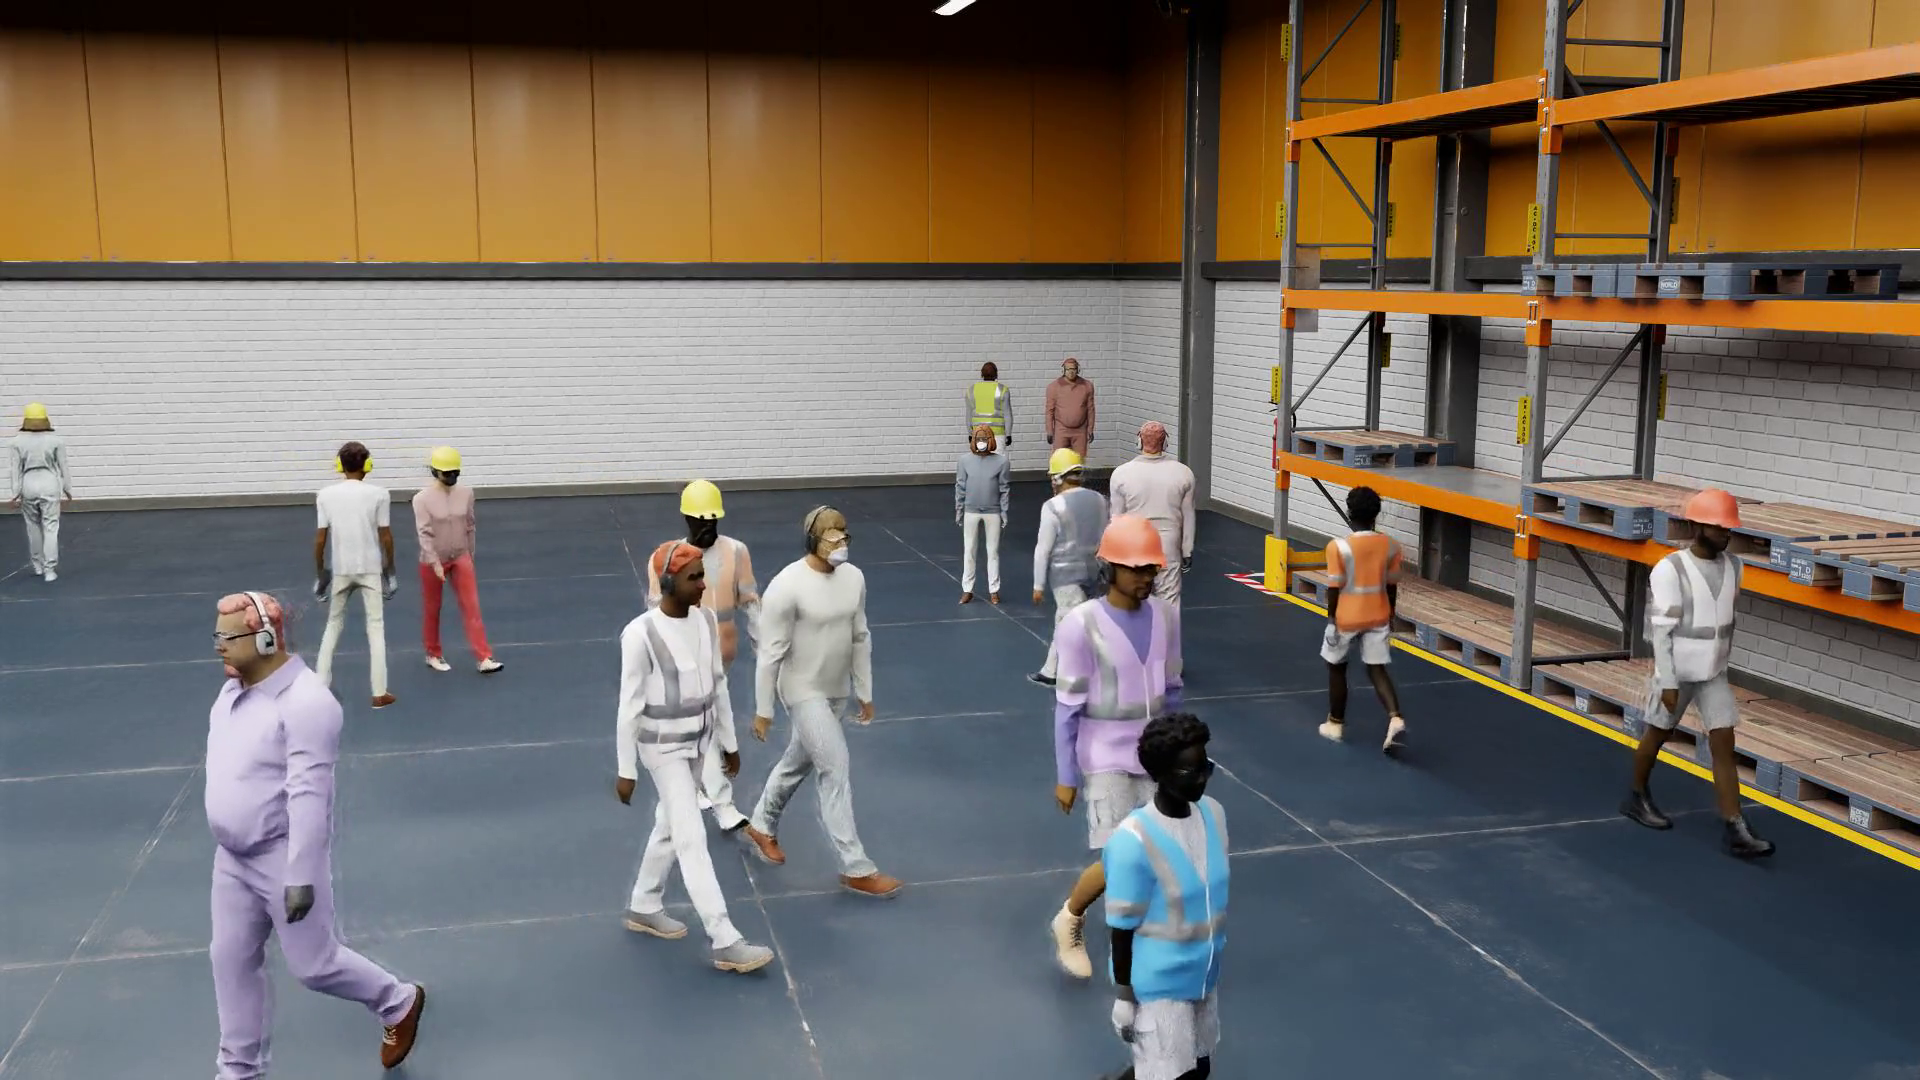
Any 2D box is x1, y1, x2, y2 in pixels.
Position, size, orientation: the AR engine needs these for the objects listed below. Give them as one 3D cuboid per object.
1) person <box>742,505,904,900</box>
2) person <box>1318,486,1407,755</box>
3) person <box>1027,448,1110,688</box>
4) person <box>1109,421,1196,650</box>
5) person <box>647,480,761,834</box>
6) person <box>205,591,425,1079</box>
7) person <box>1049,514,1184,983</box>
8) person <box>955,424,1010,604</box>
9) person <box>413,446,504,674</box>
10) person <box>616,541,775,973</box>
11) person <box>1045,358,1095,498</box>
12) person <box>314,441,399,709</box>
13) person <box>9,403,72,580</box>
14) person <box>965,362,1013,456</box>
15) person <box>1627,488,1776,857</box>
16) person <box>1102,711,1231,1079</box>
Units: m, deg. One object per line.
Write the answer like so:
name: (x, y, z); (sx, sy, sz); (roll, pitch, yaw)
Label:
person: (-0.730, 0.753, 8.140); (1.057, 1.893, 0.638); (6, 11, 33)
person: (2.530, 0.498, 10.366); (0.536, 1.669, 0.763); (-3, 9, -16)
person: (0.800, 0.249, 11.618); (0.597, 1.777, 0.960); (-8, 12, -42)
person: (1.411, 0.074, 12.276); (0.643, 1.909, 0.409); (0, 9, -1)
person: (-1.333, 0.616, 8.969); (0.613, 1.874, 0.973); (-7, 12, -38)
person: (-2.402, 1.099, 5.943); (0.643, 1.883, 0.829); (6, 11, 34)
person: (0.668, 0.892, 6.823); (0.605, 2.030, 0.453); (-7, 11, -36)
person: (0.202, -0.231, 15.031); (0.499, 1.633, 0.285); (1, 9, 5)
person: (-3.740, 0.166, 12.272); (0.521, 1.716, 0.864); (-9, 13, -44)
person: (-1.169, 0.920, 7.231); (0.896, 1.837, 0.601); (5, 10, 27)
person: (1.440, -1.439, 21.792); (0.659, 1.894, 0.413); (-1, 9, -9)
person: (-4.183, 0.235, 11.498); (0.593, 1.842, 0.451); (0, 9, -2)
person: (-9.017, -0.487, 16.355); (0.512, 1.708, 0.816); (-4, 10, -23)
person: (0.392, -1.391, 21.615); (0.633, 1.845, 0.429); (3, 10, 20)
person: (3.838, 0.670, 8.621); (0.570, 1.881, 0.981); (-3, 9, -16)
person: (0.594, 1.329, 5.163); (0.540, 1.678, 0.661); (-9, 13, -44)
